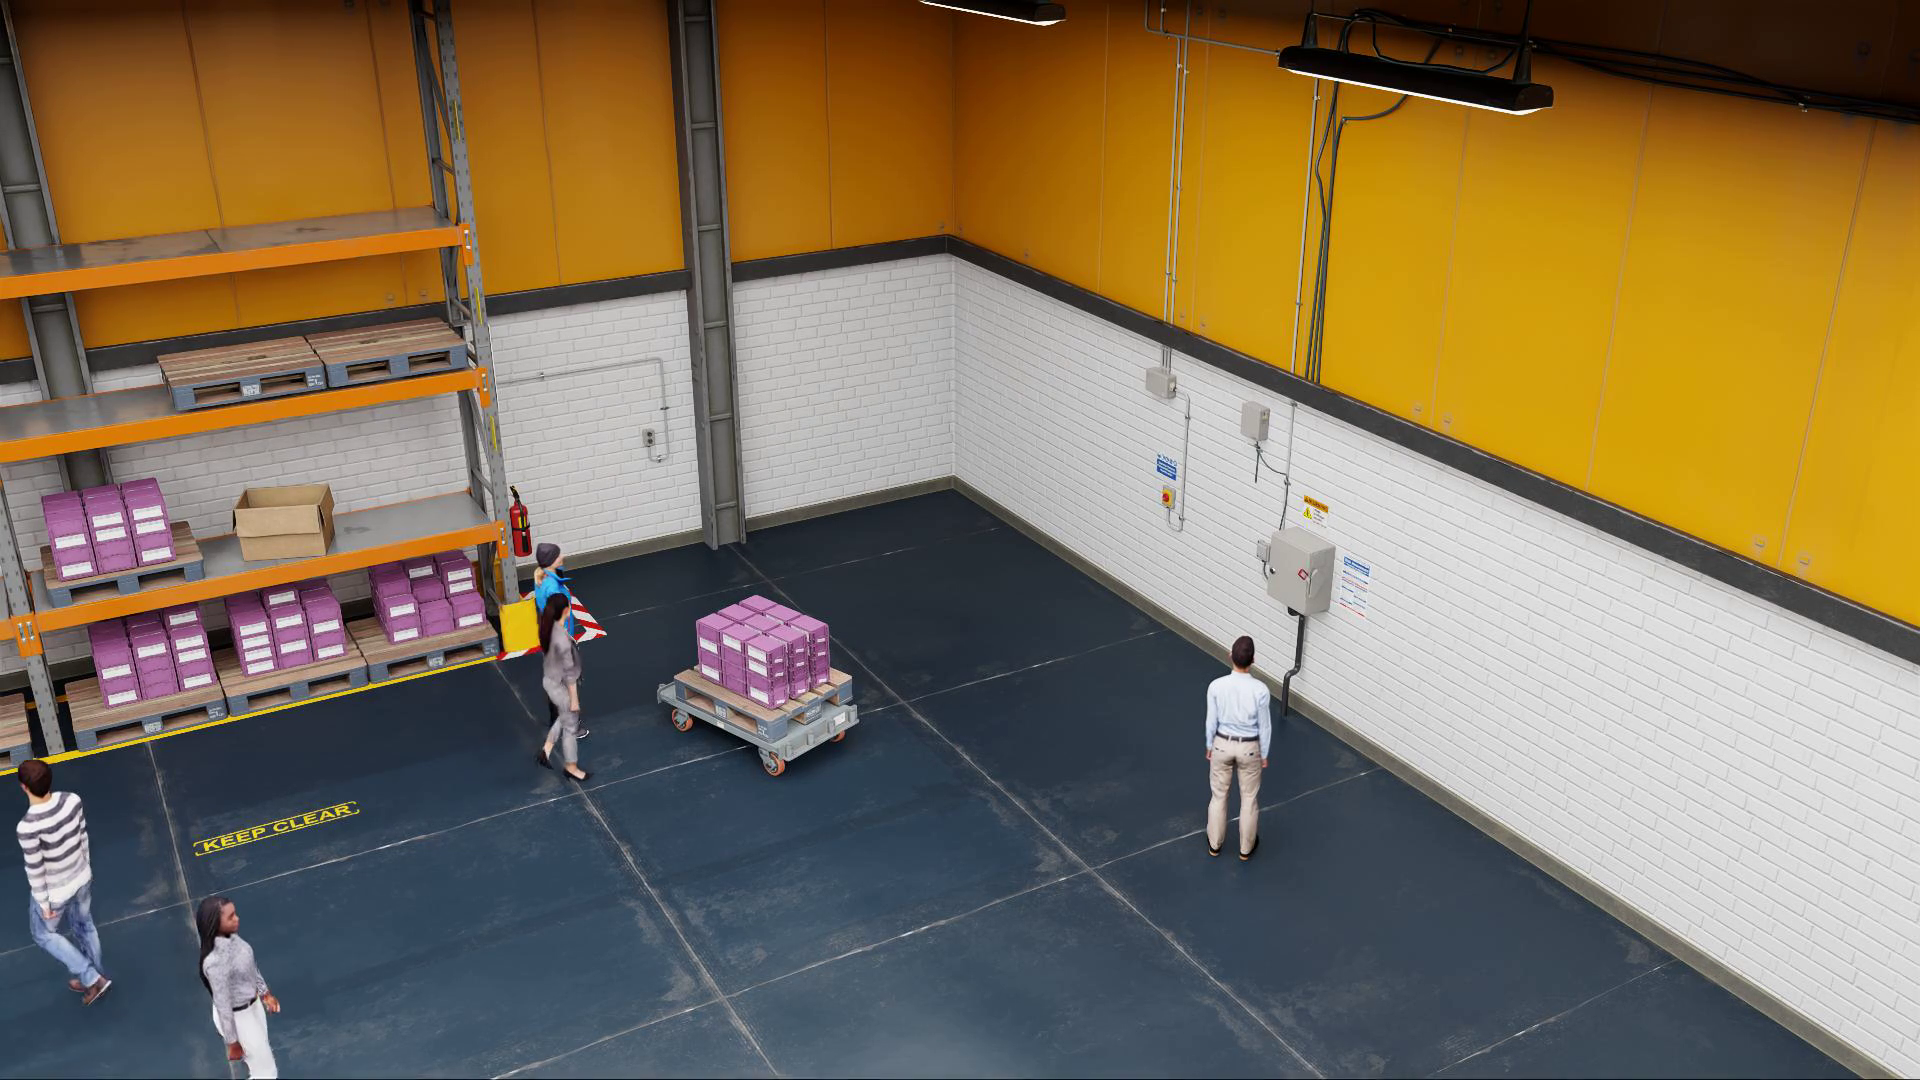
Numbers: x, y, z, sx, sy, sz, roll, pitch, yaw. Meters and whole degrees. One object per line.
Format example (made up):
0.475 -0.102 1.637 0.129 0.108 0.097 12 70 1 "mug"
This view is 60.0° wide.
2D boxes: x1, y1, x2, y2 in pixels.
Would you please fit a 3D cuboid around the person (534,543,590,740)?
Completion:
-3.447 0.852 14.201 0.545 1.795 0.637 -10 26 -22 "person"

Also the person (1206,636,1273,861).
2.080 1.566 12.501 0.751 1.848 0.814 6 24 13 "person"

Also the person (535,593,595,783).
-3.308 1.232 13.501 0.691 1.659 0.689 -13 27 -28 "person"

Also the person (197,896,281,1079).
-4.292 2.828 9.778 0.827 1.716 0.732 -5 24 -12 "person"

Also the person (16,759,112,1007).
-5.820 2.269 10.905 0.914 1.838 0.861 9 25 20 "person"
